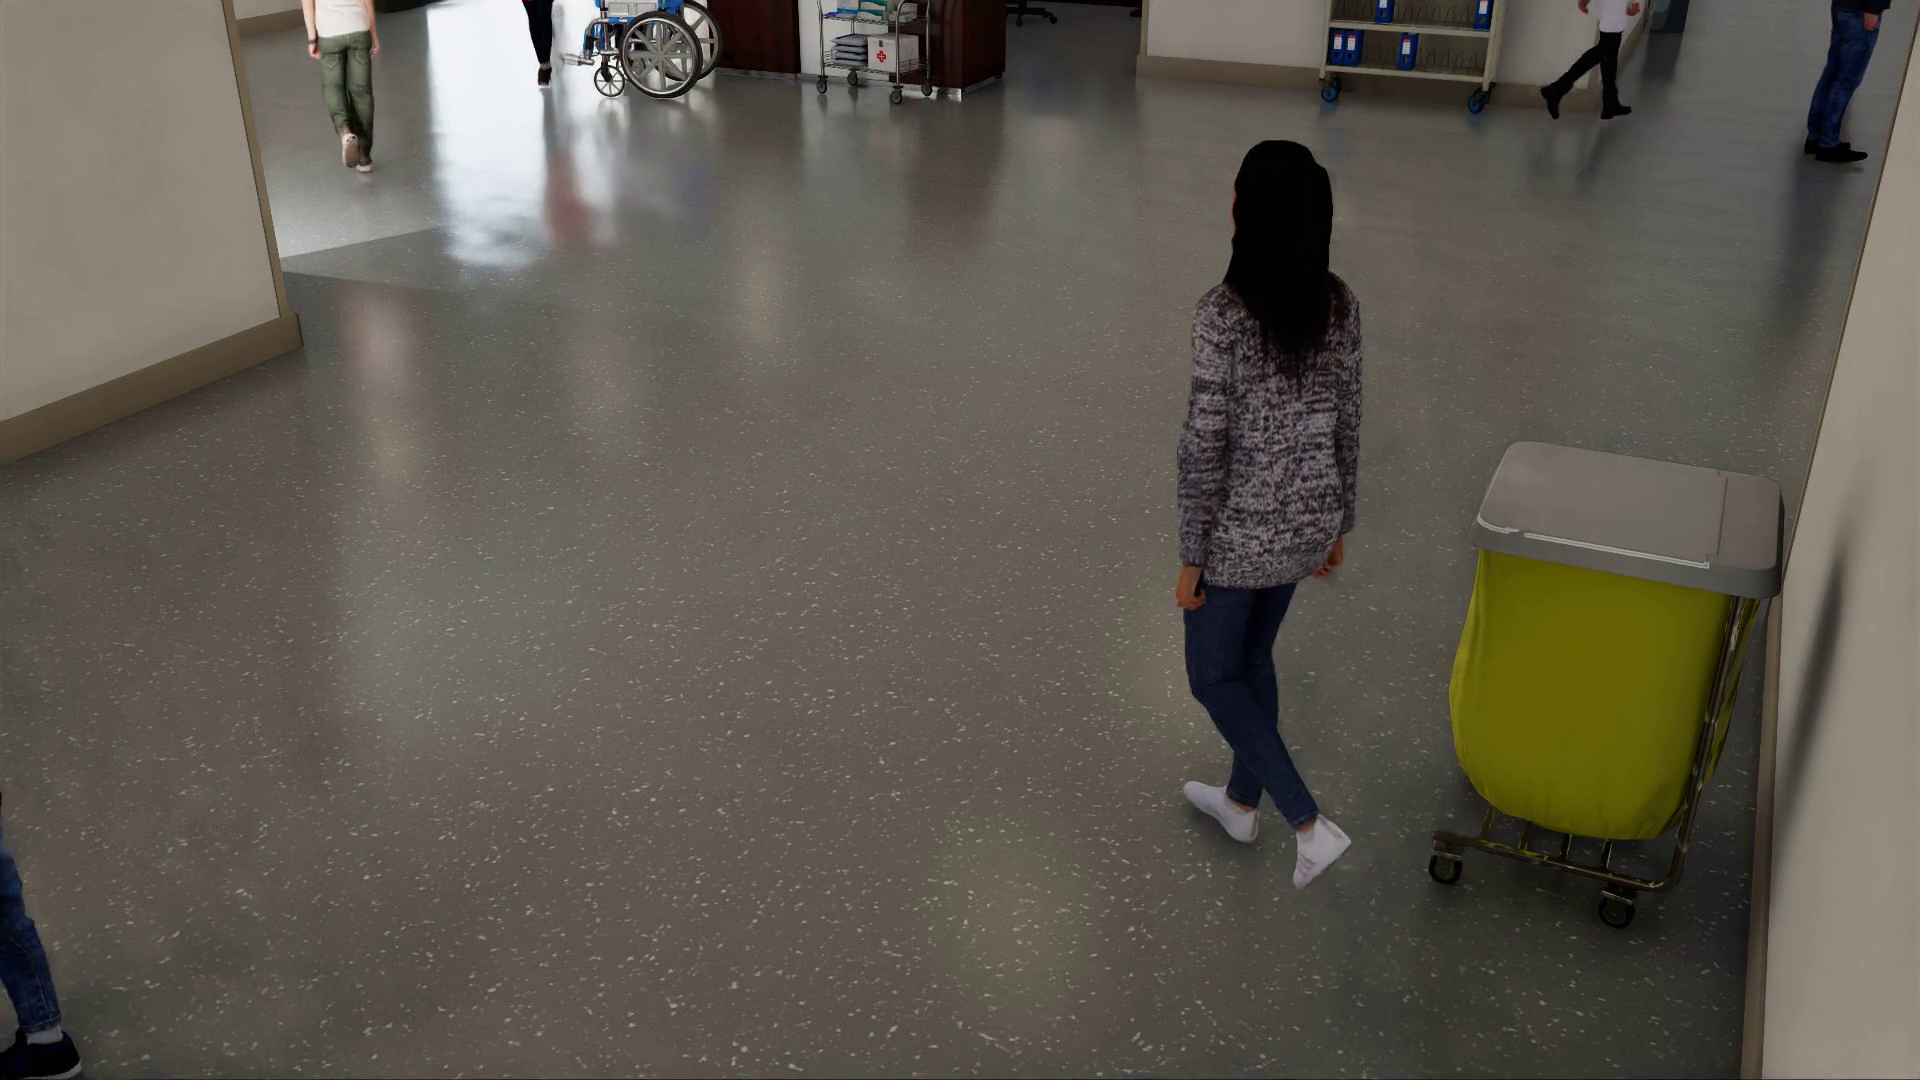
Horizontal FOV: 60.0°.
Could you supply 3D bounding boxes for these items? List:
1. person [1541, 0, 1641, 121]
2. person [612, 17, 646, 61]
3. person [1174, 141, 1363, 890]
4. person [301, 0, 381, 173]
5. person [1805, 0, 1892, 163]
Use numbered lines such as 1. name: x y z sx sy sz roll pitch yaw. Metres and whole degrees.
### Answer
1. person: 4.395 -3.731 11.383 1.140 1.776 1.153 -13 28 -24
2. person: -2.802 -4.966 13.910 0.852 1.805 0.801 9 27 18
3. person: 0.712 0.028 3.671 0.939 1.704 1.037 -12 28 -23
4. person: -3.744 -3.039 10.103 0.862 1.641 0.922 -9 27 -18
5. person: 5.686 -3.377 10.515 0.668 1.893 0.728 4 26 9
